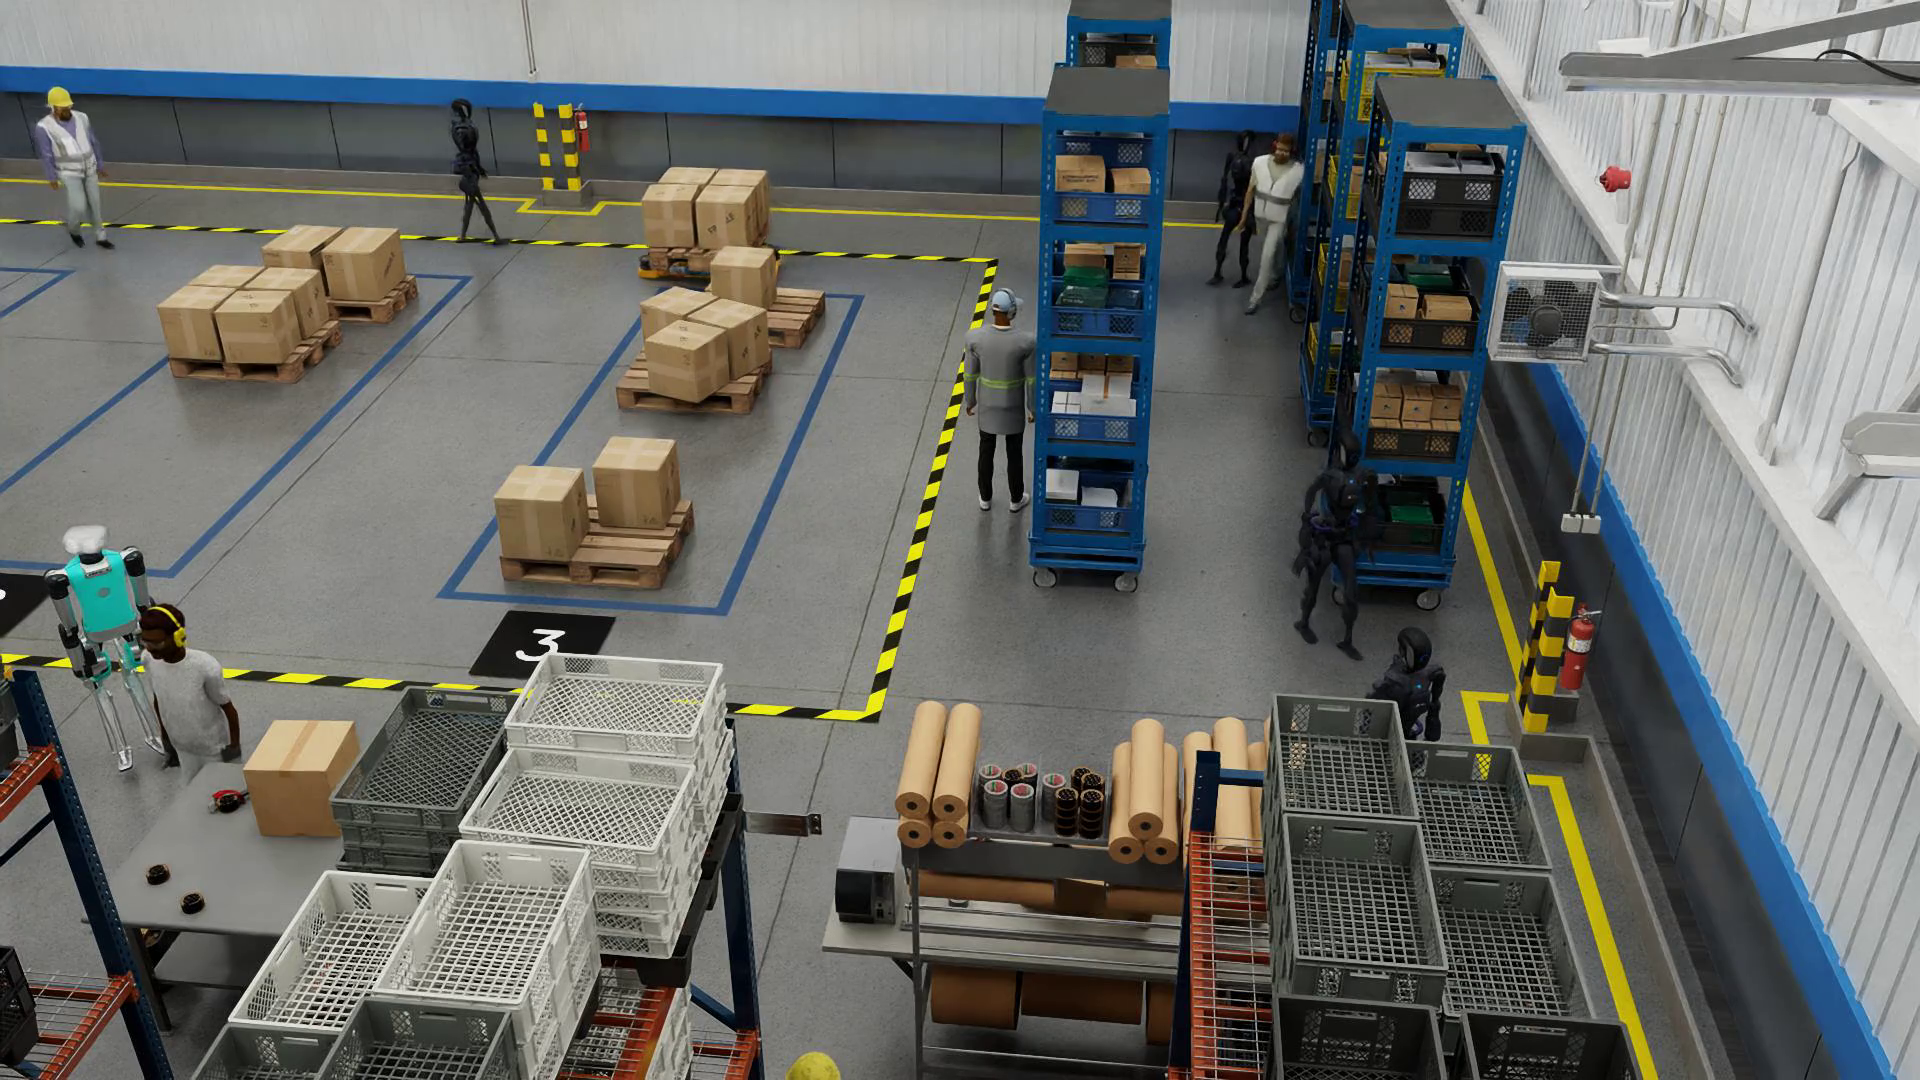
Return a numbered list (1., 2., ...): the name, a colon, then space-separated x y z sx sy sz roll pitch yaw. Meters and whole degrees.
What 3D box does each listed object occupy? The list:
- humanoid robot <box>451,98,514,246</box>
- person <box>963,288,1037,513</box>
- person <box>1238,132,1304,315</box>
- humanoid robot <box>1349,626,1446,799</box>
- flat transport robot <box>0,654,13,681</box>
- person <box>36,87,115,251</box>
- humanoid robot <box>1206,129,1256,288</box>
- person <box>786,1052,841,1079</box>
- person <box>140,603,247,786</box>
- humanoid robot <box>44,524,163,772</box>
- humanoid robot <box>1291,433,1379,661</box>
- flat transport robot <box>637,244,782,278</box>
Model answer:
1. humanoid robot: -5.304 -4.028 18.213 0.678 1.635 0.587 -2 30 -3
2. person: 0.330 -1.092 12.975 0.597 1.850 0.396 5 31 9
3. person: 3.166 -3.249 16.732 0.581 1.794 0.958 19 35 30
4. humanoid robot: 2.411 1.186 9.222 0.599 1.657 0.315 -14 33 -22
5. flat transport robot: -7.142 0.969 11.010 1.431 0.231 0.659 3 30 6
6. person: -9.566 -4.009 18.020 0.435 1.817 0.609 17 34 26
7. humanoid robot: 2.868 -3.386 17.093 0.468 1.655 0.590 -24 38 -35
8. person: -0.544 2.687 6.591 0.492 1.743 0.295 -24 38 -35
9. person: -4.158 1.150 9.106 0.514 1.872 0.335 8 31 14
10. humanoid robot: -5.162 0.583 10.079 0.533 1.677 0.735 -22 37 -32
11. humanoid robot: 2.542 0.037 11.217 0.600 1.638 0.607 -10 32 -16
12. flat transport robot: -2.671 -2.992 17.786 1.431 0.197 0.652 3 30 6
